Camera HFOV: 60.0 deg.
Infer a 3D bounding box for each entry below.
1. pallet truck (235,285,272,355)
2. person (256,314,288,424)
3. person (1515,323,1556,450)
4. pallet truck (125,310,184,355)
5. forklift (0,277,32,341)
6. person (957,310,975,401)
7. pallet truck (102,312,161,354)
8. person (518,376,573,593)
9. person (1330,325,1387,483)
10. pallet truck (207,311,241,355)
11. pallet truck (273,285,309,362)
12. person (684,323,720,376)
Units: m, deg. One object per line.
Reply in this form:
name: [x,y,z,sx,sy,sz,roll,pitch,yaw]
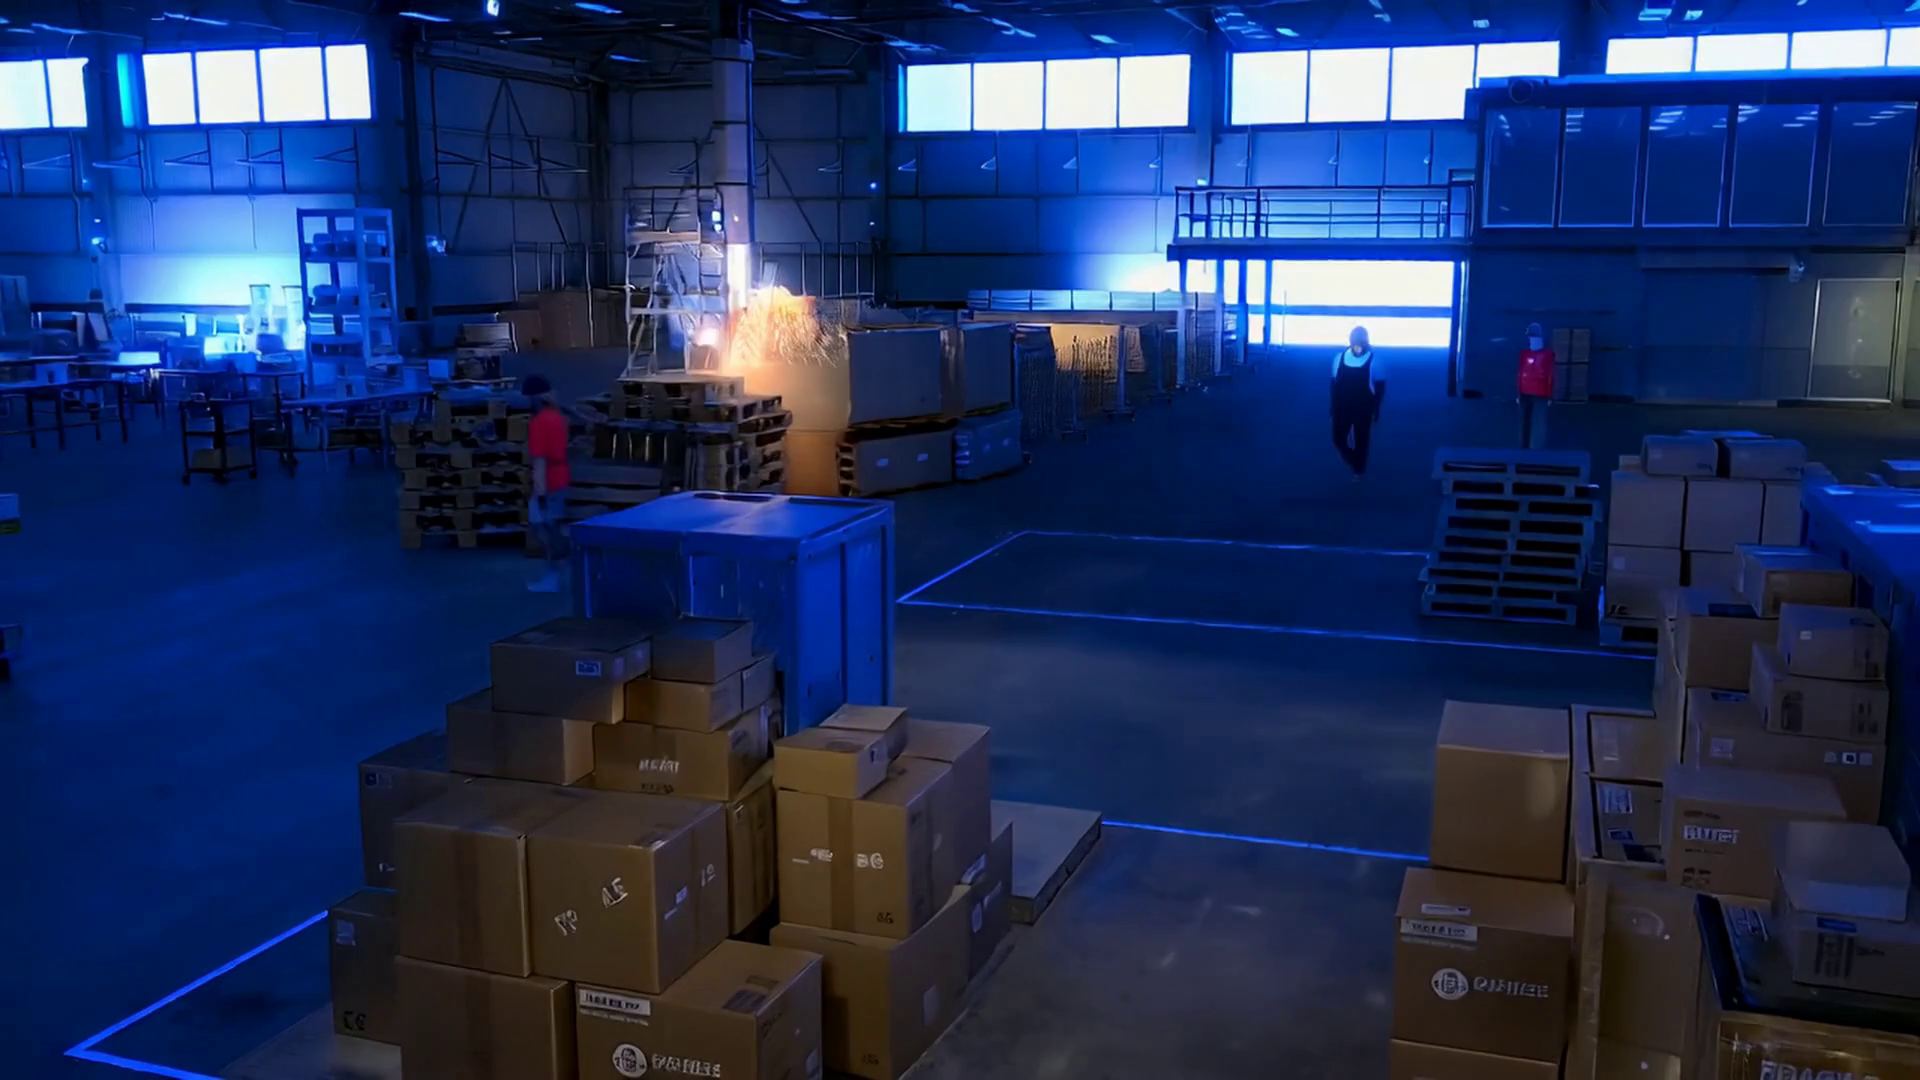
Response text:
pallet truck: [-18.327,-5.835,44.421,0.823,1.965,1.885,4,11,23]
person: [-11.695,-2.915,28.335,0.334,1.873,0.521,9,13,41]
person: [8.145,-2.107,23.625,0.369,1.925,0.594,-7,12,-35]
pallet truck: [-22.038,-5.665,45.457,0.704,1.261,1.522,3,11,17]
forklift: [-27.151,-6.329,46.328,1.157,1.987,2.680,3,11,17]
person: [0.113,-3.604,32.513,0.311,1.768,0.532,-3,10,-14]
pallet truck: [-23.057,-5.777,46.261,0.680,1.201,1.601,3,11,19]
person: [-3.557,-0.477,14.513,0.581,1.902,0.555,2,10,12]
person: [5.062,-1.746,21.272,0.707,2.000,0.545,6,12,32]
pallet truck: [-19.537,-5.575,44.913,0.653,1.274,1.630,3,11,19]
pallet truck: [-17.147,-5.700,43.663,0.823,1.965,1.885,3,11,17]
person: [-3.859,-2.321,25.000,0.597,1.869,0.595,4,11,23]
